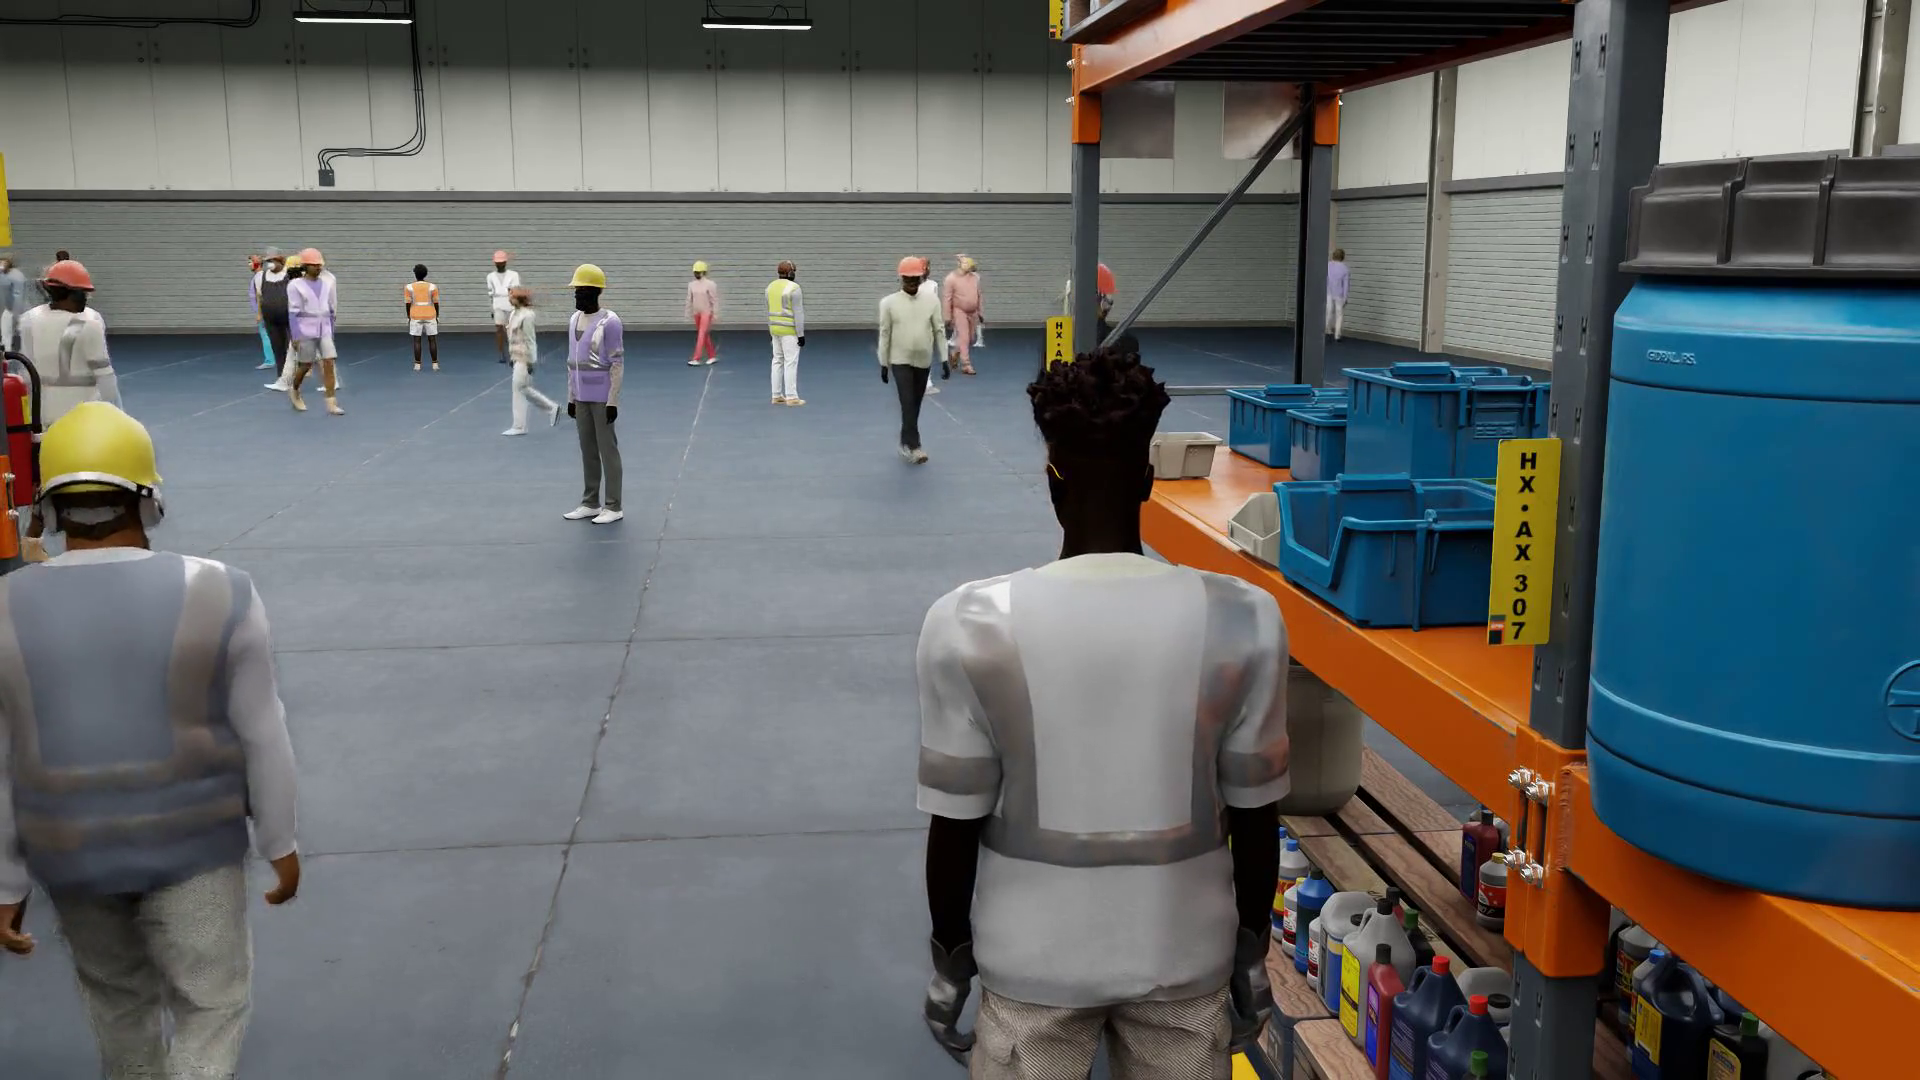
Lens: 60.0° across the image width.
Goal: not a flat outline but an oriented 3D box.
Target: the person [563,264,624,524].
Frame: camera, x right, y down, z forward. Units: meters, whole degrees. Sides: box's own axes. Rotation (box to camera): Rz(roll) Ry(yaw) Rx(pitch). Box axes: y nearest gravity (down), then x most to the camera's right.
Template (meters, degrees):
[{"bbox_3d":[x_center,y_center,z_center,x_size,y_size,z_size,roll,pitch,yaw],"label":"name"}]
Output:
[{"bbox_3d":[-2.743,-1.088,12.441,0.587,1.930,0.361,9,13,40],"label":"person"}]

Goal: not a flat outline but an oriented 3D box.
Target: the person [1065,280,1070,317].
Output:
[{"bbox_3d":[1.961,-3.584,26.530,0.596,1.795,0.918,1,10,6],"label":"person"}]

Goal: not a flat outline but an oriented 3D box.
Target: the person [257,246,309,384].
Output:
[{"bbox_3d":[-9.784,-3.248,23.980,0.695,2.000,0.636,0,10,0],"label":"person"}]

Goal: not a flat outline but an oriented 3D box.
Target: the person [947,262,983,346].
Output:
[{"bbox_3d":[0.070,-4.624,32.443,0.855,1.708,0.493,3,11,18],"label":"person"}]

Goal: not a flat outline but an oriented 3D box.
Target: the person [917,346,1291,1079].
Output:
[{"bbox_3d":[0.230,0.668,2.736,0.602,1.959,0.368,-1,10,-4],"label":"person"}]

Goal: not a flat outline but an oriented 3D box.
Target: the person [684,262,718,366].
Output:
[{"bbox_3d":[-4.300,-3.755,27.634,0.542,1.715,0.903,6,12,28],"label":"person"}]

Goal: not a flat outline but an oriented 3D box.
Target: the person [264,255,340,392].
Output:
[{"bbox_3d":[-9.053,-2.958,22.839,0.983,1.871,0.608,-6,12,-31],"label":"person"}]

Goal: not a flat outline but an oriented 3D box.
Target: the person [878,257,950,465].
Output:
[{"bbox_3d":[-0.436,-1.704,15.784,0.628,1.940,1.030,-4,11,-20],"label":"person"}]

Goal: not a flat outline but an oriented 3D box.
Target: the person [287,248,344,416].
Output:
[{"bbox_3d":[-7.828,-2.511,20.057,0.963,2.013,0.615,8,13,39],"label":"person"}]

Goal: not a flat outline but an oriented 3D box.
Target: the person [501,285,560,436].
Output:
[{"bbox_3d":[-4.675,-1.947,17.983,0.616,1.619,0.522,-5,12,-27],"label":"person"}]

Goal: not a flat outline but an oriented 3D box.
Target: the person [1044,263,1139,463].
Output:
[{"bbox_3d":[0.743,-0.583,9.519,0.634,1.983,0.539,7,12,32],"label":"person"}]

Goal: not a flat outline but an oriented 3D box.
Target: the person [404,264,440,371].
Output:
[{"bbox_3d":[-8.554,-3.536,26.490,0.541,1.700,0.316,-4,11,-21],"label":"person"}]

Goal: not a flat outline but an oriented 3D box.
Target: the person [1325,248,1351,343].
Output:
[{"bbox_3d":[7.511,-4.896,33.361,0.633,1.913,0.674,6,12,31],"label":"person"}]

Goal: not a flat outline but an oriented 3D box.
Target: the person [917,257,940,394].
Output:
[{"bbox_3d":[-0.561,-2.948,22.850,0.583,1.858,0.790,-10,14,-42],"label":"person"}]

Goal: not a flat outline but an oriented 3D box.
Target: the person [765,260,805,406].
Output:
[{"bbox_3d":[-2.195,-2.620,21.126,0.430,1.838,0.632,-10,14,-43],"label":"person"}]

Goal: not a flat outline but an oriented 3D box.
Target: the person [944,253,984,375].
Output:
[{"bbox_3d":[0.043,-3.545,26.027,0.652,1.888,0.761,-8,13,-38],"label":"person"}]

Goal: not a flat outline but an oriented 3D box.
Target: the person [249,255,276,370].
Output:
[{"bbox_3d":[-11.230,-3.669,26.815,0.397,1.847,0.564,-2,11,-12],"label":"person"}]

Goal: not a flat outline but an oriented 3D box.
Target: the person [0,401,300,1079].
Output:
[{"bbox_3d":[-1.677,0.624,3.382,0.599,1.806,0.806,-2,11,-13],"label":"person"}]

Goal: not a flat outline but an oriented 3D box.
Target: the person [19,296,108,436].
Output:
[{"bbox_3d":[-7.262,-1.232,13.536,0.665,1.826,0.432,-8,13,-38],"label":"person"}]

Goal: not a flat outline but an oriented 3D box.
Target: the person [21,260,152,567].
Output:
[{"bbox_3d":[-5.805,-0.810,10.798,0.608,1.990,1.056,5,12,27],"label":"person"}]

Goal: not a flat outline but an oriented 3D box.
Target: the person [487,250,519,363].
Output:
[{"bbox_3d":[-7.764,-3.985,28.399,0.560,1.915,0.849,-1,10,-5],"label":"person"}]

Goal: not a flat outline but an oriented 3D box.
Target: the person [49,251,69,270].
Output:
[{"bbox_3d":[-18.603,-5.092,34.635,0.627,1.844,0.429,3,11,15],"label":"person"}]

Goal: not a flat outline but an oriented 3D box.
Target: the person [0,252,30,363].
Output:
[{"bbox_3d":[-14.900,-3.572,26.187,0.651,1.881,0.962,6,12,31],"label":"person"}]

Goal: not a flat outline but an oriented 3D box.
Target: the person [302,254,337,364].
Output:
[{"bbox_3d":[-10.695,-3.832,27.659,0.647,1.873,0.894,-4,11,-22],"label":"person"}]
